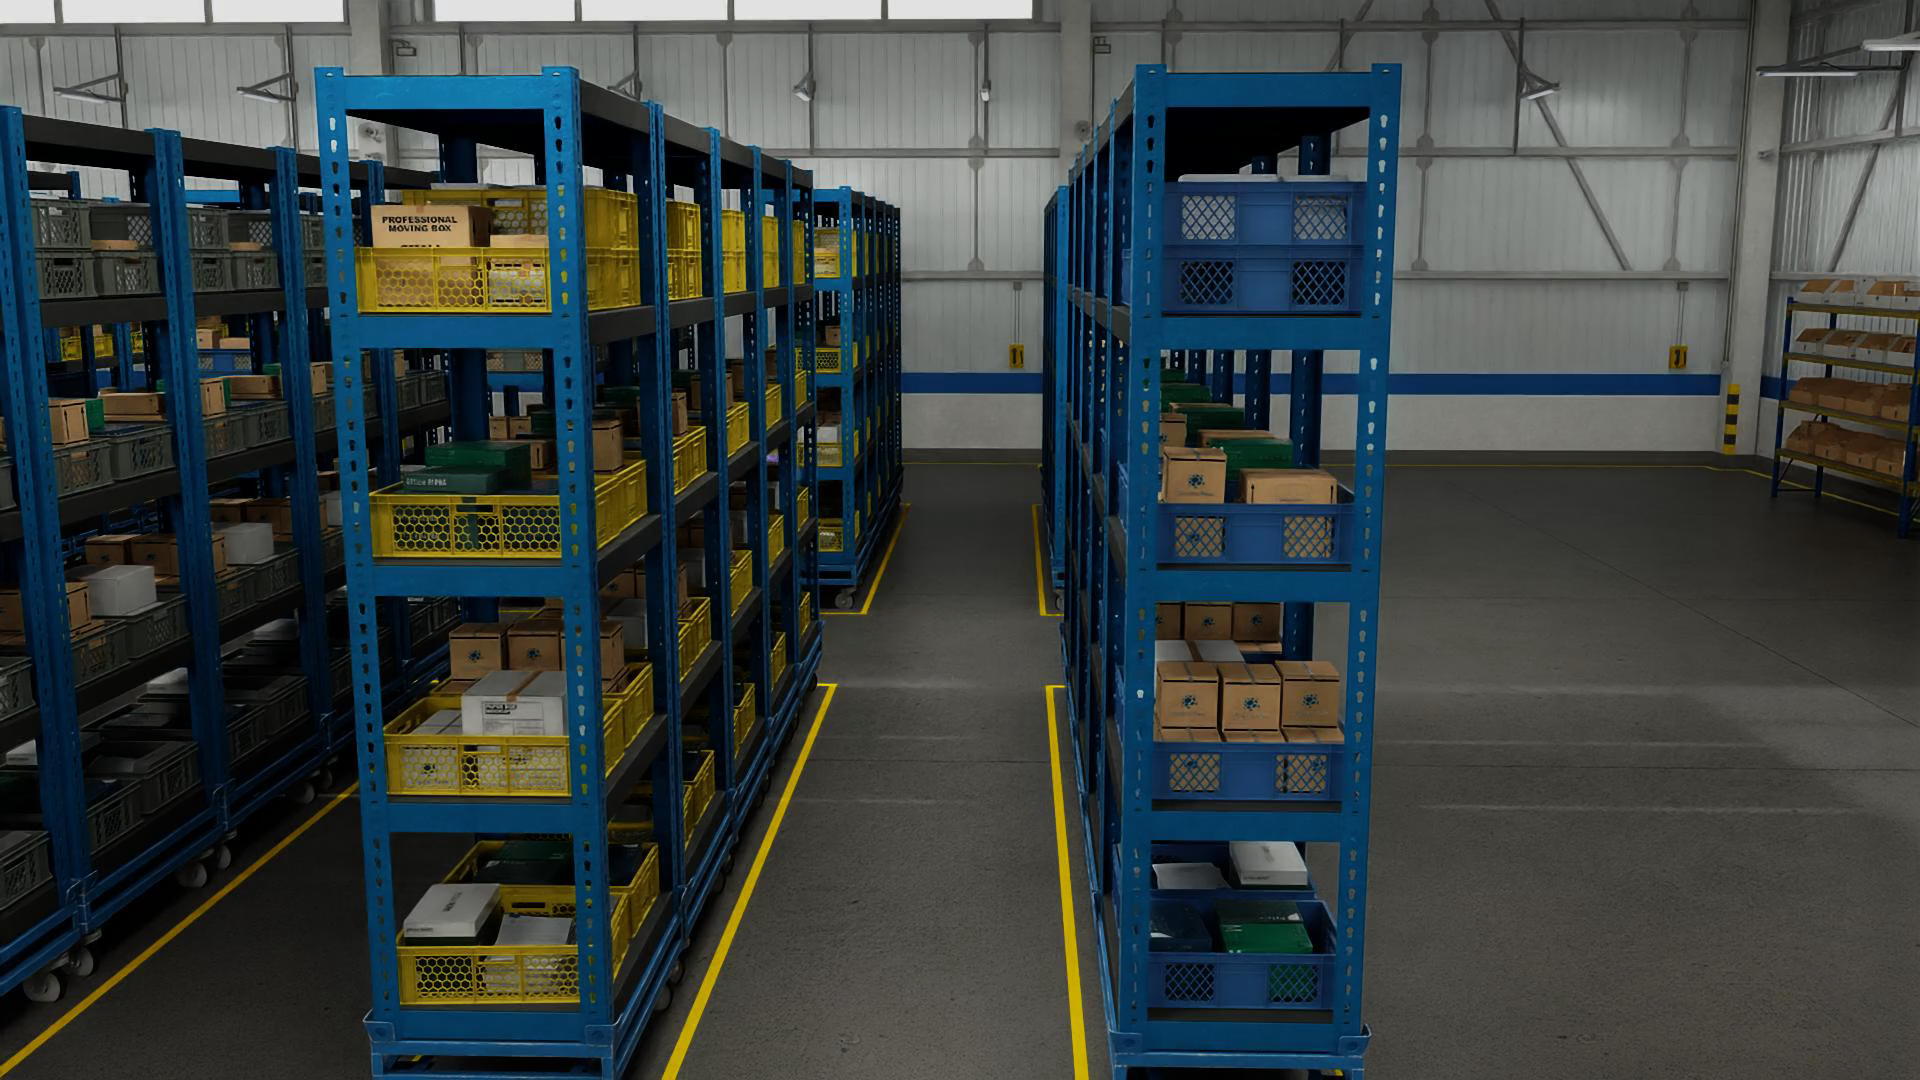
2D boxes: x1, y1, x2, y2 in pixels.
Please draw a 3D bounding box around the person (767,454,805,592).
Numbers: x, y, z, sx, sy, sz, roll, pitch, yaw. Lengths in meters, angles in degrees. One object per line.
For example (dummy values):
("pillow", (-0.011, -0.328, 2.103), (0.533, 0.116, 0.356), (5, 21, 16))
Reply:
("person", (-1.522, 0.009, 12.546), (0.665, 1.791, 0.478), (-2, 10, -14))
